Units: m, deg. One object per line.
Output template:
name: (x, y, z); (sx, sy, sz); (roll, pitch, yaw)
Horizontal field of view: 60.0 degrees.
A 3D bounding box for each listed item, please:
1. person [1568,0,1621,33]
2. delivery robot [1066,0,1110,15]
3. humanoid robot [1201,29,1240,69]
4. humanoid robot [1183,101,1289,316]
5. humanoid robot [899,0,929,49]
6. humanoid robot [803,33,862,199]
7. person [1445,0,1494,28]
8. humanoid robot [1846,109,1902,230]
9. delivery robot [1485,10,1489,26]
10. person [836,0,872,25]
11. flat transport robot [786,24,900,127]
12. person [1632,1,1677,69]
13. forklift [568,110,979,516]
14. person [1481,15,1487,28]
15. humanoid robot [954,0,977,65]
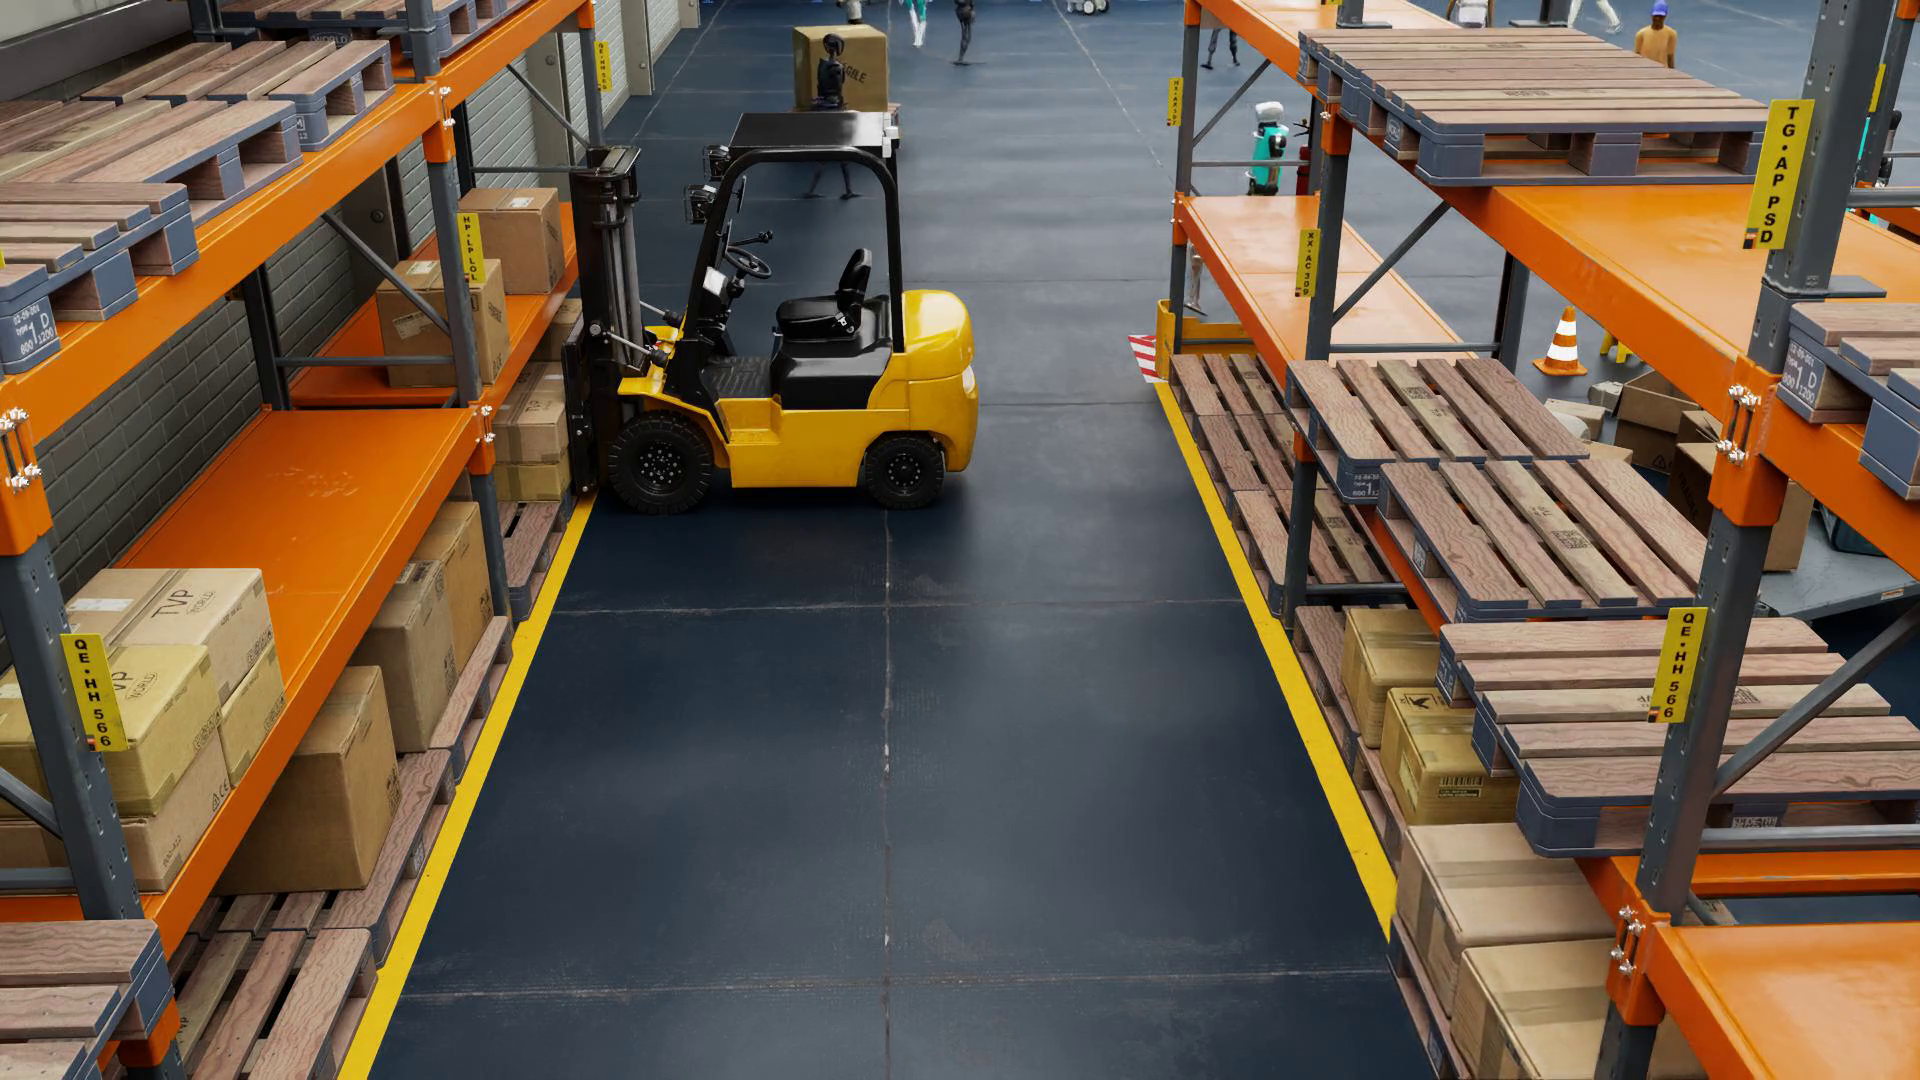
person: (10.255, -9.040, 26.814); (0.978, 1.682, 0.575); (5, 26, 9)
delivery robot: (2.211, -9.475, 29.020); (0.754, 0.583, 0.516); (18, 31, 34)
humanoid robot: (3.785, -7.522, 23.646); (0.609, 1.624, 0.785); (20, 32, 35)
humanoid robot: (2.099, -2.500, 12.939); (1.035, 1.777, 0.538); (-1, 25, -2)
humanoid robot: (-0.690, -8.290, 25.119); (0.566, 1.727, 0.918); (4, 26, 9)
humanoid robot: (-1.300, -4.238, 16.669); (0.592, 1.633, 0.612); (-12, 28, -23)
person: (6.762, -6.918, 22.163); (0.586, 1.788, 0.958); (-1, 25, -1)
humanoid robot: (7.147, -2.689, 13.122); (0.533, 1.677, 0.735); (-1, 25, -2)
delivery robot: (8.567, -8.844, 27.712); (0.499, 0.607, 0.808); (7, 26, 14)
person: (-1.552, -8.008, 24.425); (0.986, 1.846, 0.597); (18, 31, 33)
flat transport robot: (-1.350, -4.623, 19.094); (0.659, 0.231, 1.431); (3, 25, 7)
person: (7.570, -5.032, 18.268); (0.486, 1.700, 0.413); (11, 28, 23)
forklift: (-1.043, -1.379, 9.976); (2.313, 2.155, 1.214); (-1, 25, -2)
person: (7.338, -7.524, 23.373); (0.810, 1.856, 0.613); (5, 26, 11)
humanoid robot: (0.078, -7.697, 23.977); (0.402, 1.642, 0.608); (-6, 26, -12)
